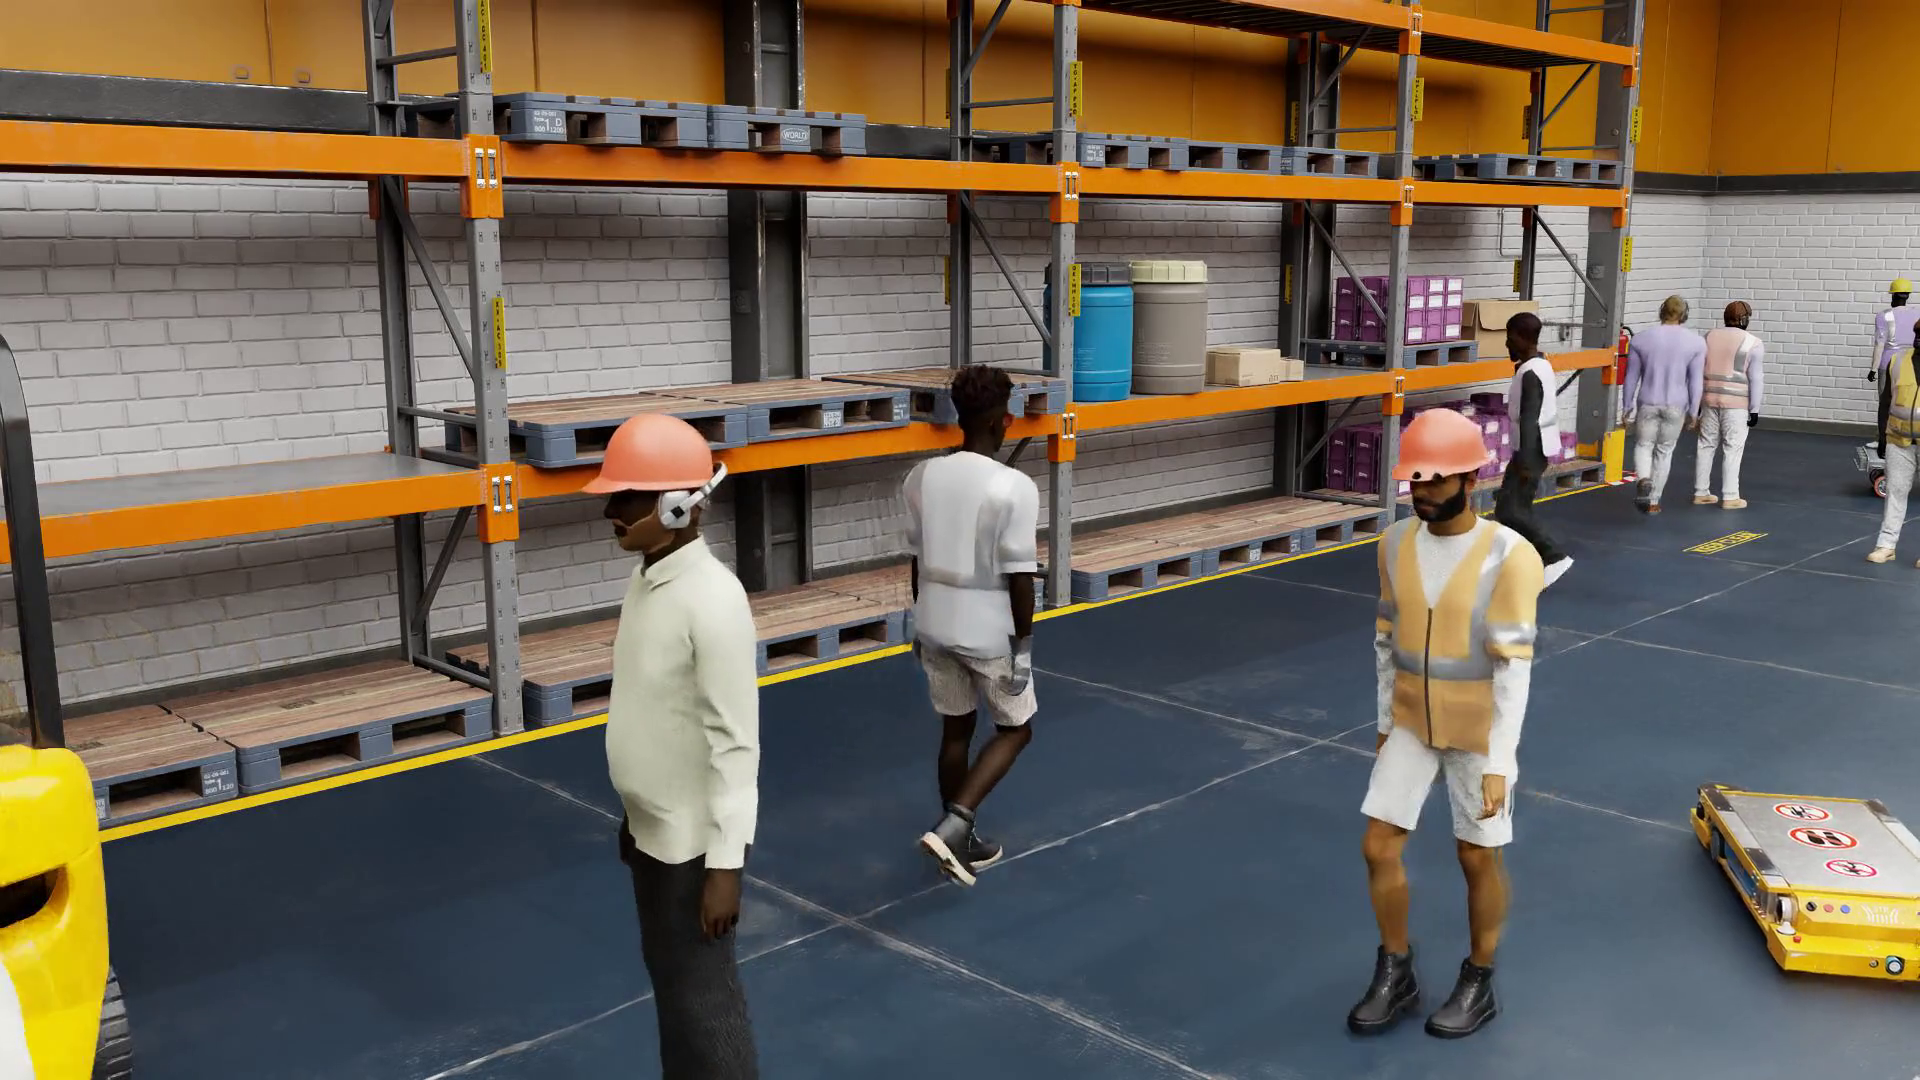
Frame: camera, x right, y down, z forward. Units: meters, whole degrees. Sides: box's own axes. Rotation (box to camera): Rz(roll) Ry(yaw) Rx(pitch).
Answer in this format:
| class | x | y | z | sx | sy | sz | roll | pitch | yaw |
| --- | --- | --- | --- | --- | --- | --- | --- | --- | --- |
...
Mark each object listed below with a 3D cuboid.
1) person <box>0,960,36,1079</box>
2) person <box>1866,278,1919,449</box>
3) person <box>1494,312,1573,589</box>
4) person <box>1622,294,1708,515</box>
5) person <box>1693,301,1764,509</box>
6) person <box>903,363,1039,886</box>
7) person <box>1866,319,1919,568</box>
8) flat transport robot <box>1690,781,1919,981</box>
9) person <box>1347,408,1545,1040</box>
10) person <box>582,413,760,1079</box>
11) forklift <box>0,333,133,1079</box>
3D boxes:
| class | x | y | z | sx | sy | sz | roll | pitch | yaw |
| --- | --- | --- | --- | --- | --- | --- | --- | --- | --- |
| person | -1.403 | 1.099 | 2.091 | 0.986 | 1.893 | 0.645 | -10 | 14 | -43 |
| person | 10.536 | -1.981 | 18.755 | 0.591 | 1.925 | 0.385 | -1 | 10 | -5 |
| person | 3.836 | -0.580 | 11.200 | 0.456 | 1.900 | 0.597 | 4 | 11 | 21 |
| person | 5.974 | -1.126 | 14.164 | 0.637 | 1.909 | 0.630 | 5 | 12 | 26 |
| person | 6.808 | -1.194 | 14.739 | 0.431 | 1.836 | 0.618 | -7 | 13 | -35 |
| person | 0.012 | 0.334 | 6.084 | 0.619 | 1.952 | 0.514 | 8 | 13 | 37 |
| person | 6.984 | -0.713 | 12.087 | 0.430 | 1.841 | 0.624 | -9 | 14 | -40 |
| flat transport robot | 3.129 | 1.191 | 5.979 | 0.652 | 0.197 | 1.431 | 2 | 11 | 12 |
| person | 1.409 | 0.569 | 4.896 | 0.627 | 1.912 | 0.575 | -10 | 14 | -42 |
| person | -0.684 | 0.684 | 4.034 | 0.387 | 1.992 | 0.625 | -6 | 12 | -30 |
| forklift | -3.289 | 0.485 | 4.582 | 1.214 | 2.155 | 2.313 | -10 | 14 | -44 |
